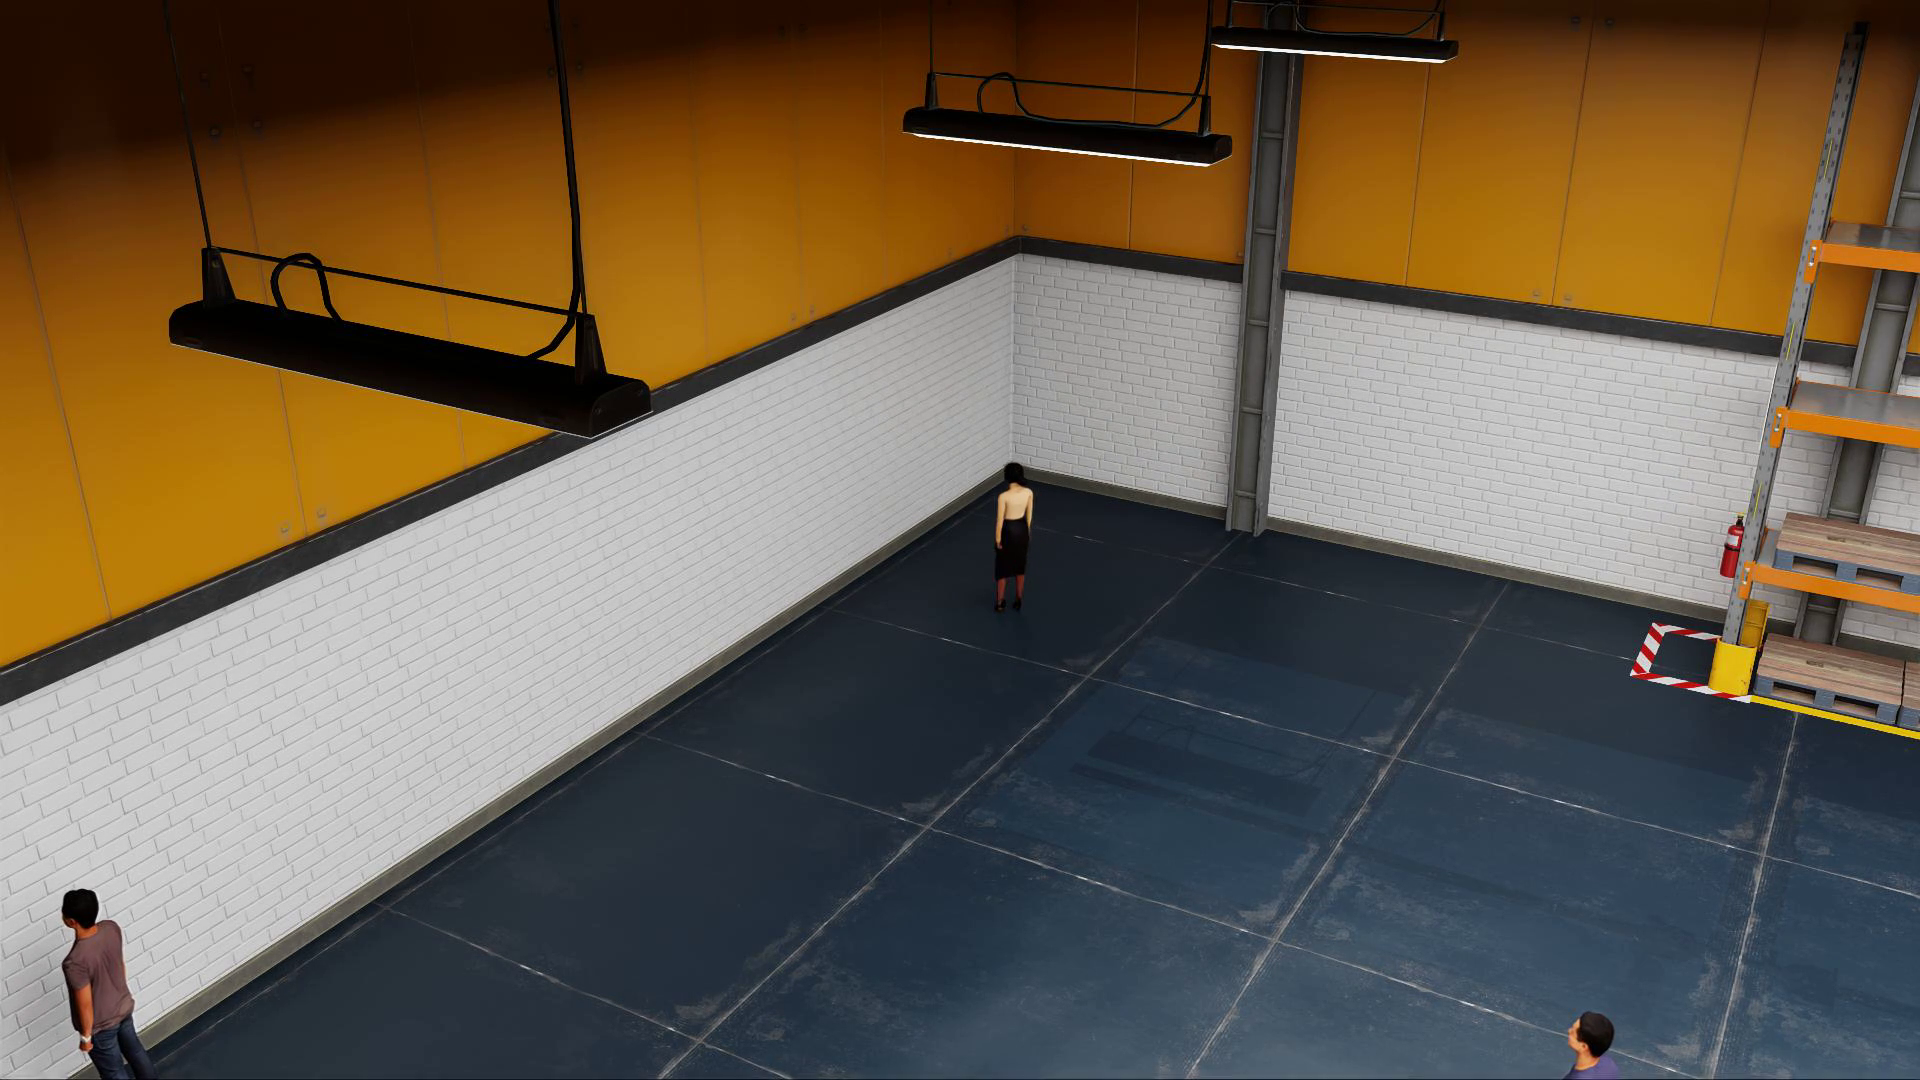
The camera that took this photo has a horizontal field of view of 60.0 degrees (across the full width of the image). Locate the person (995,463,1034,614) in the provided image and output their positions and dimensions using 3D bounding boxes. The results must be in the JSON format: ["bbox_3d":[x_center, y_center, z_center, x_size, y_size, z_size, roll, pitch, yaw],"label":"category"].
[{"bbox_3d":[0.573,-0.011,17.015,0.686,1.653,0.726,-10,25,-21],"label":"person"}]

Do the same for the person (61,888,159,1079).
[{"bbox_3d":[-5.224,2.900,10.200,0.685,1.778,0.709,3,24,6],"label":"person"}]

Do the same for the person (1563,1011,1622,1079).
[{"bbox_3d":[3.395,3.347,9.159,0.582,1.793,0.683,18,30,36],"label":"person"}]
